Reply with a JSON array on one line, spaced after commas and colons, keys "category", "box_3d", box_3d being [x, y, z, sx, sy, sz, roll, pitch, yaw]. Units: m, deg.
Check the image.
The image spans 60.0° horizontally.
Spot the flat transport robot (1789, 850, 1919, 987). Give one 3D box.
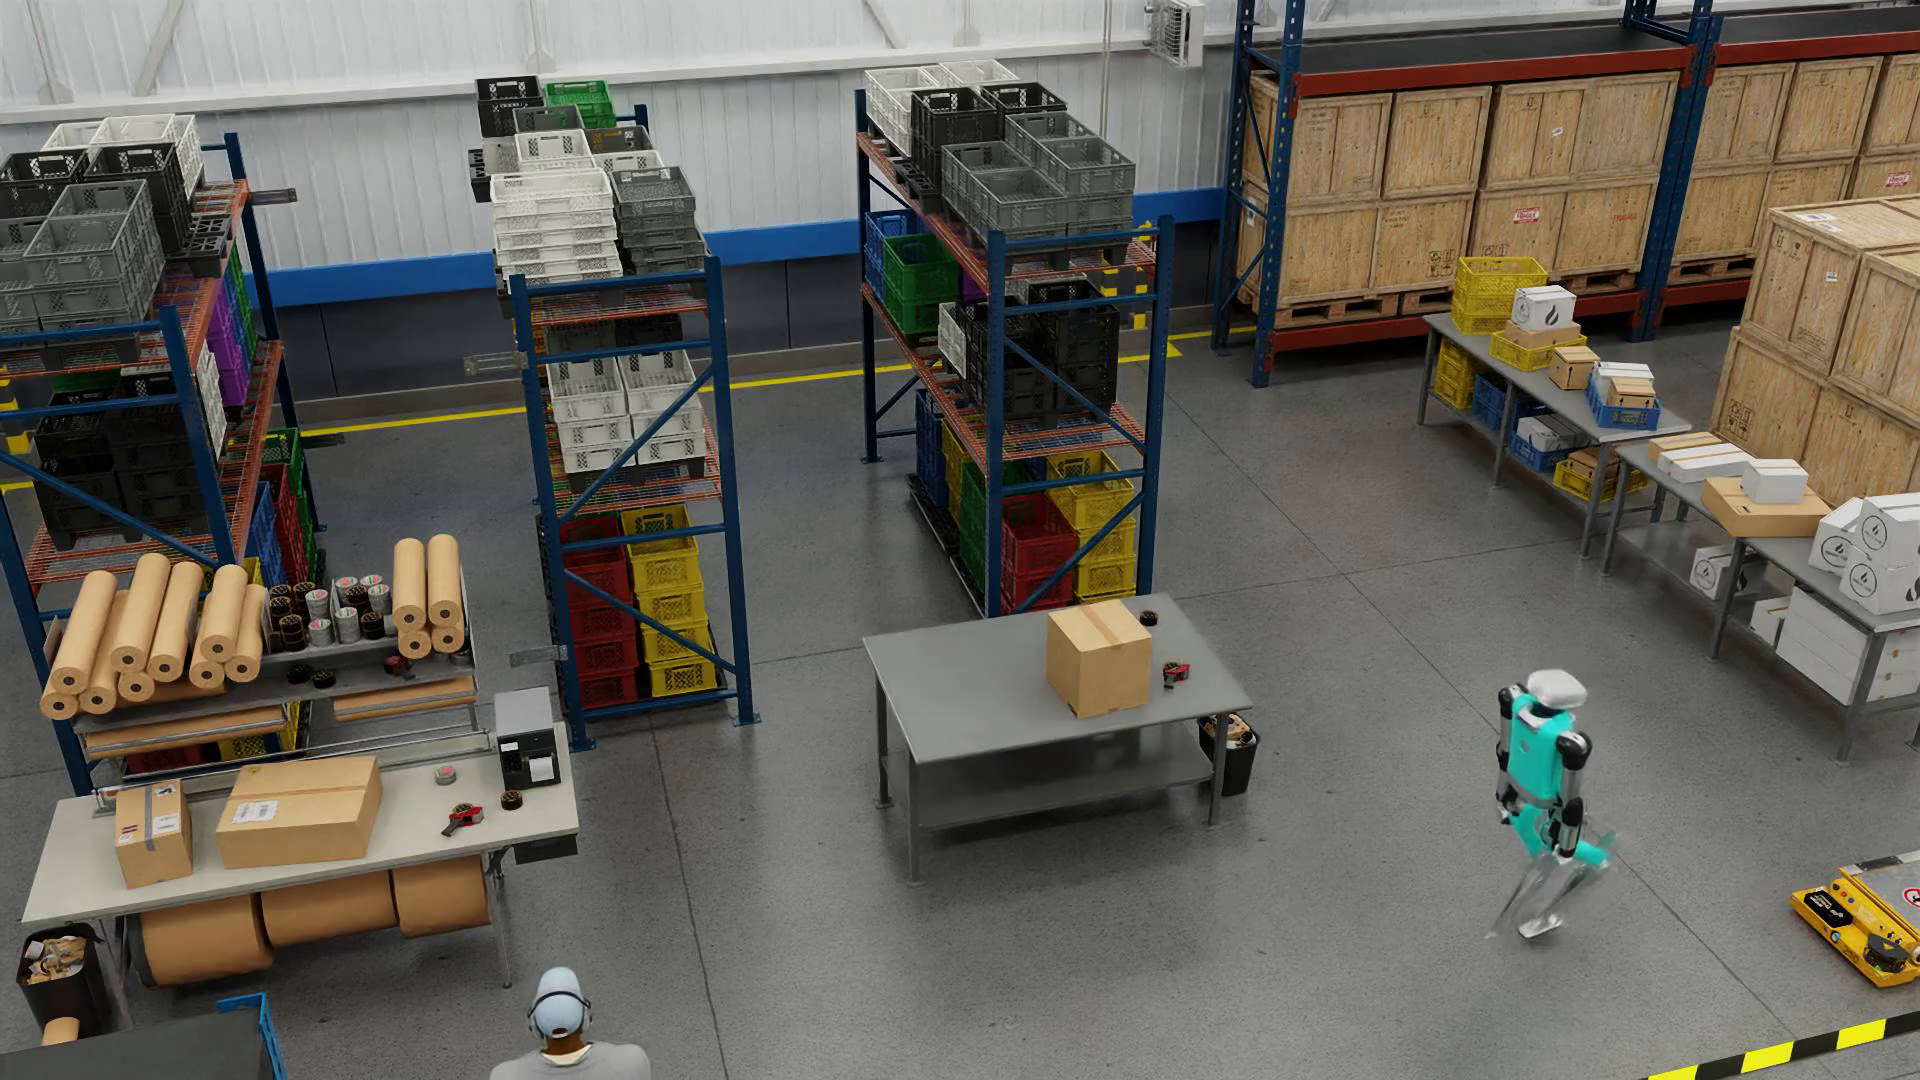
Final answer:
[{"category": "flat transport robot", "box_3d": [5.163, 1.916, 8.676, 1.431, 0.231, 0.659, -8, 30, -14]}]

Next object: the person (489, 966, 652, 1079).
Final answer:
[{"category": "person", "box_3d": [-1.402, 2.349, 6.244, 0.588, 1.852, 0.372, -7, 29, -12]}]

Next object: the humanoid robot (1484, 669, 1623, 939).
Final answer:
[{"category": "humanoid robot", "box_3d": [2.973, 1.352, 8.195, 0.803, 1.790, 0.558, -13, 31, -22]}]
